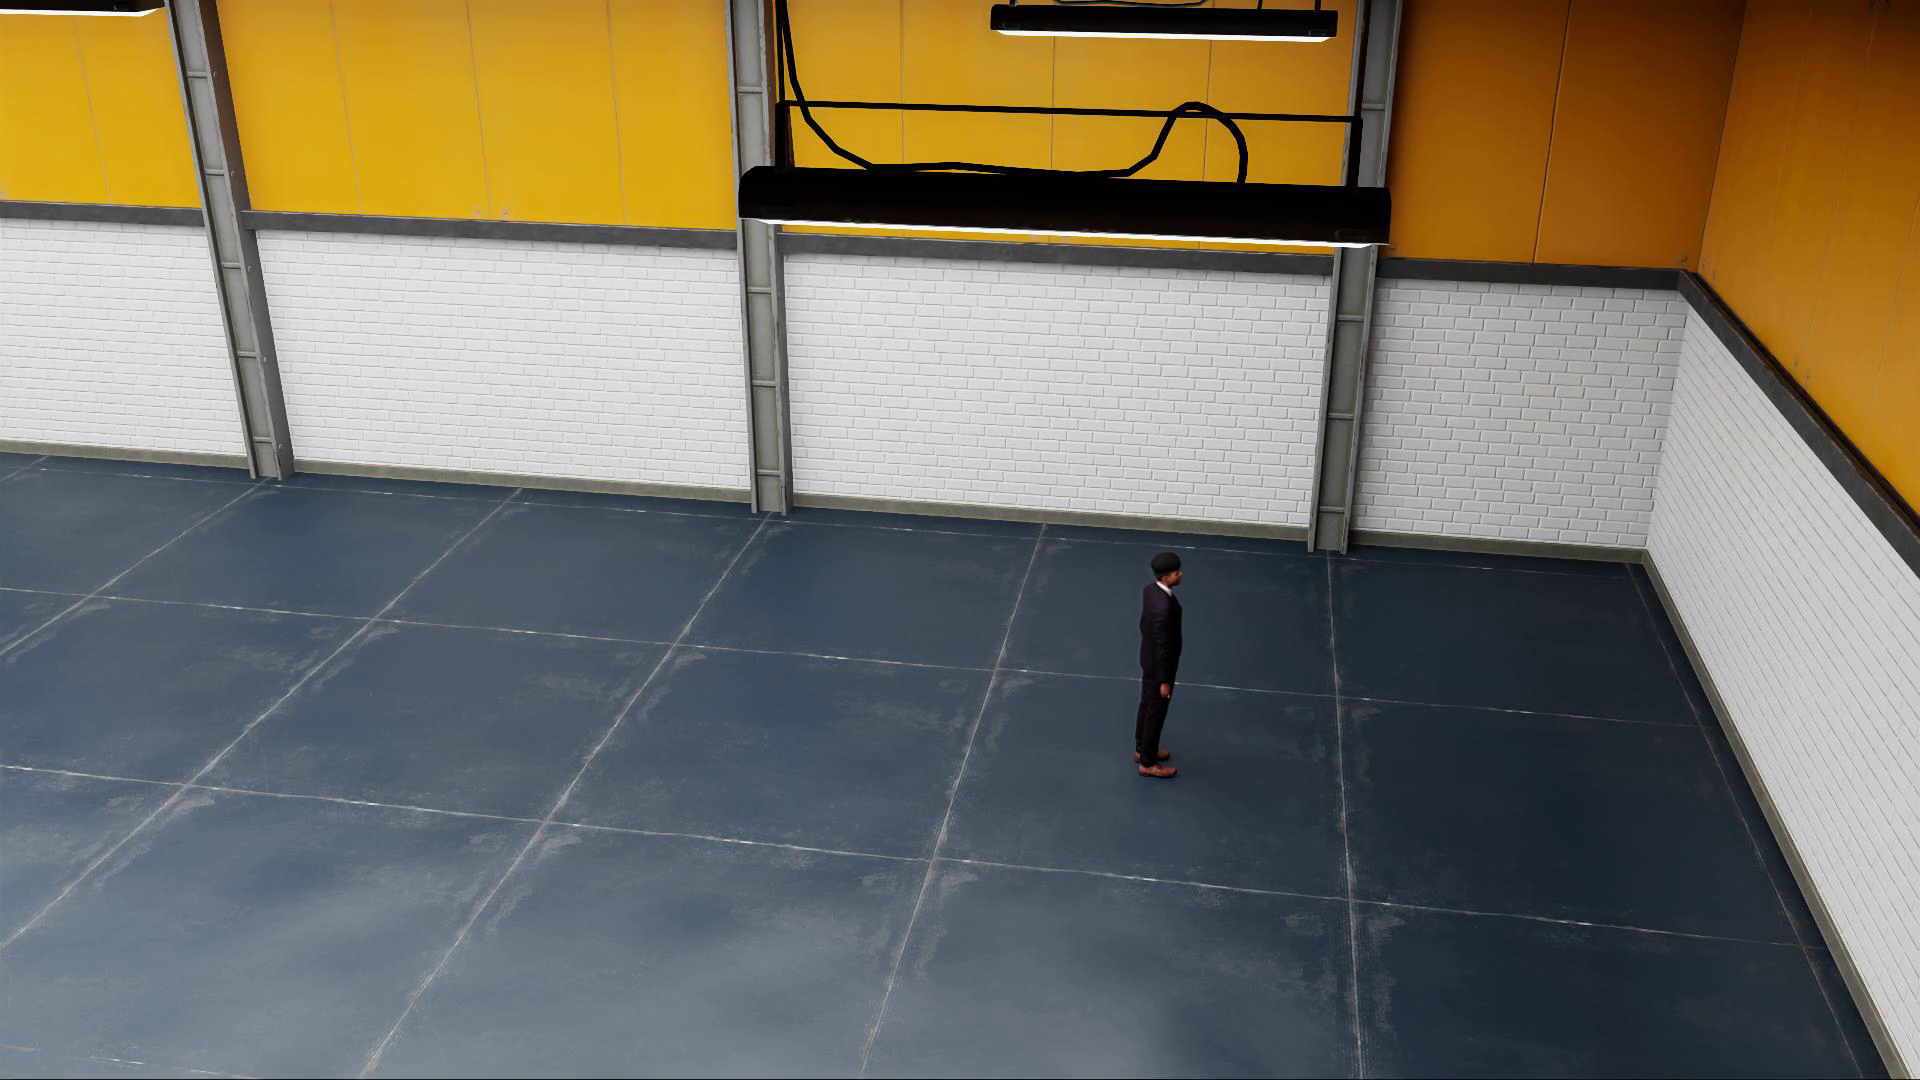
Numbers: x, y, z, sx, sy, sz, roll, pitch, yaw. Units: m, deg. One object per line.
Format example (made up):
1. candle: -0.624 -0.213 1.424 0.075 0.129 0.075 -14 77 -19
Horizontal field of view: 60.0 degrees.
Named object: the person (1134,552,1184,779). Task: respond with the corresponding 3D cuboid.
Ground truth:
1. person: 1.544 0.955 13.034 0.649 1.881 0.754 -2 24 -4
